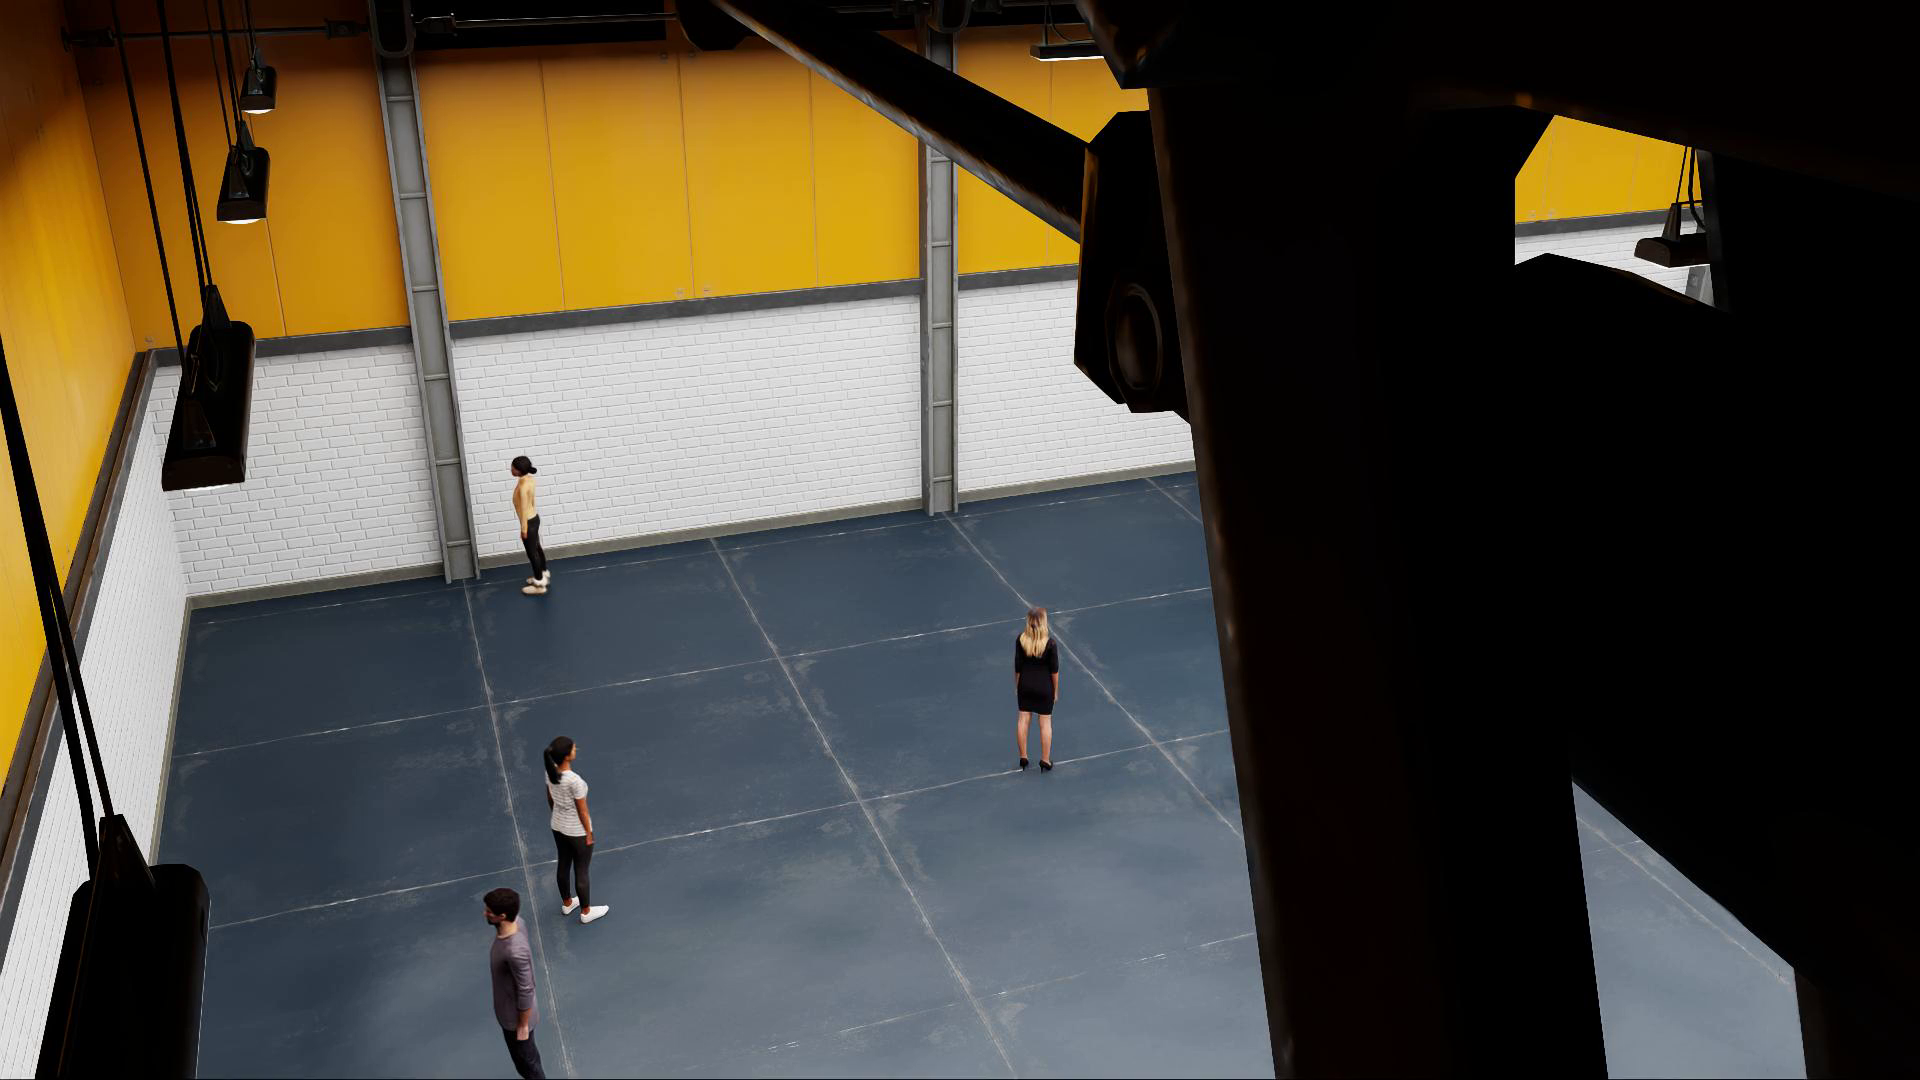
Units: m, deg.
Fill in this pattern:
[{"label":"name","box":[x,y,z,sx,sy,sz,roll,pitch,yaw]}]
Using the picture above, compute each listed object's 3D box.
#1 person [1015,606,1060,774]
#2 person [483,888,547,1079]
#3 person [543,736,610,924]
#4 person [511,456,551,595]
[{"label":"person","box":[0.698,1.384,15.430,0.596,1.675,0.681,8,25,17]},{"label":"person","box":[-2.982,3.134,11.207,0.521,1.852,0.683,-9,25,-20]},{"label":"person","box":[-3.127,2.308,13.353,0.655,1.646,0.680,17,29,34]},{"label":"person","box":[-4.924,-0.192,19.057,0.620,1.659,0.628,-1,24,-3]}]
